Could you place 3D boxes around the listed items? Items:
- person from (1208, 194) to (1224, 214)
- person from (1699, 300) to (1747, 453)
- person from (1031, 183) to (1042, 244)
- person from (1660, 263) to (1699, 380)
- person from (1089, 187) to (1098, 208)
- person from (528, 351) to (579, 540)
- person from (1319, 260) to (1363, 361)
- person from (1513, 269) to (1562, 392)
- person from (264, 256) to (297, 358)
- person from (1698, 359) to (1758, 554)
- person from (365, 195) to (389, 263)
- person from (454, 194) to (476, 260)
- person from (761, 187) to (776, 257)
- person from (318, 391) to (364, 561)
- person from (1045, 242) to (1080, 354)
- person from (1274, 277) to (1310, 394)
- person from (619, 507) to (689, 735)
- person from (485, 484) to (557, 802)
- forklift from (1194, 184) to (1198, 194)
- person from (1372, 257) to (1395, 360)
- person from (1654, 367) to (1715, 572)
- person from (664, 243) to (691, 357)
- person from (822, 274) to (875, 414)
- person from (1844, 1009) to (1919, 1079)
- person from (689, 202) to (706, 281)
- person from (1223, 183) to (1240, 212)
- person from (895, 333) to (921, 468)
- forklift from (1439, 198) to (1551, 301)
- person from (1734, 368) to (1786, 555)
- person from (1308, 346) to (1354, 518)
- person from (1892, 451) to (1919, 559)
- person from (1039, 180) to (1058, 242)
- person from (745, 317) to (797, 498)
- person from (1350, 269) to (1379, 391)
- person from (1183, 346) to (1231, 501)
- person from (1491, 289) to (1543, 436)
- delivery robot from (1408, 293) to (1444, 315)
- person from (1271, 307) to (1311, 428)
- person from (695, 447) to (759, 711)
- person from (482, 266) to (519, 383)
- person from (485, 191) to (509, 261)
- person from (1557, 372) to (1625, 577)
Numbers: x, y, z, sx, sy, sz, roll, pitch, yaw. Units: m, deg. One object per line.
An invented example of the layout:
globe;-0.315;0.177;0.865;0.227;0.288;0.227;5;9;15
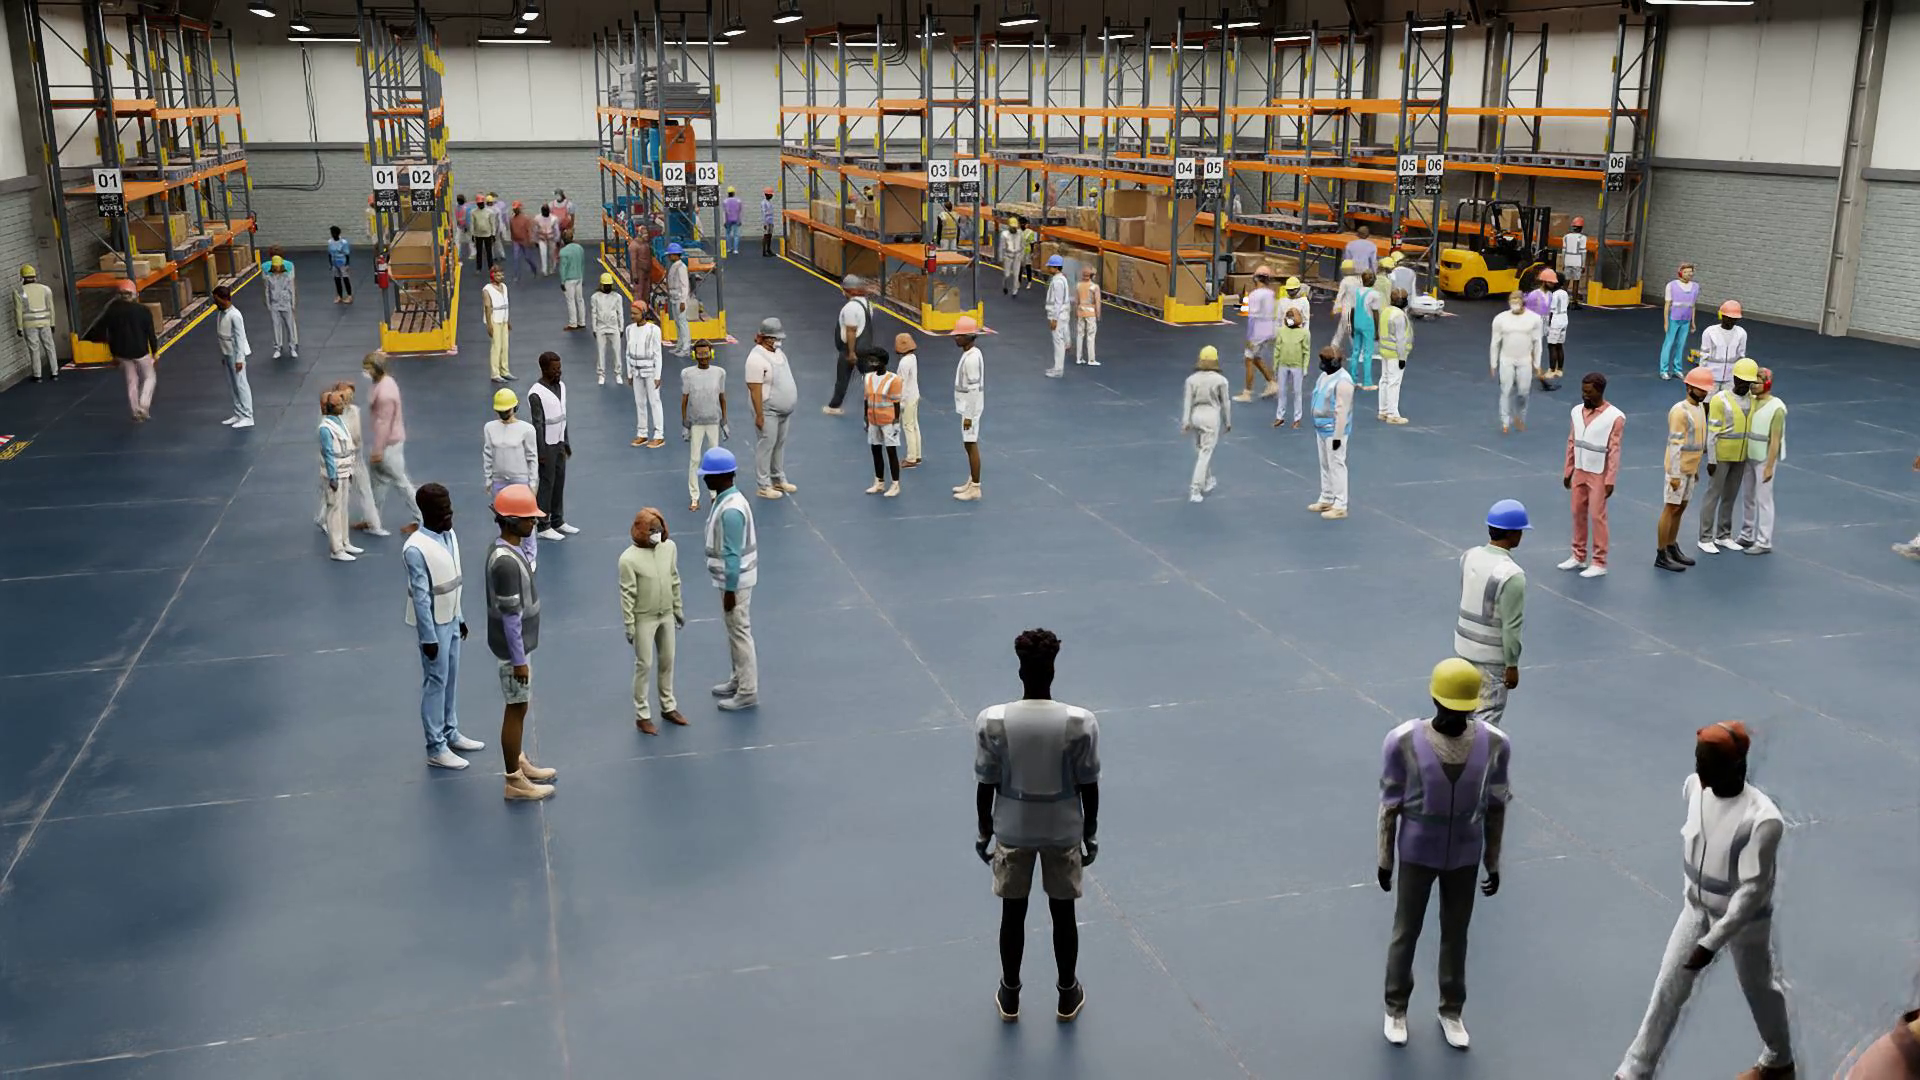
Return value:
person;7.536;-9.531;48.878;0.631;2.003;0.643;-10;18;-33
person;9.538;-2.039;20.830;0.543;1.929;0.387;1;15;4
person;2.356;-9.966;50.793;0.523;1.859;0.334;-12;19;-39
person;11.374;-3.459;26.324;0.563;1.847;0.389;-4;15;-14
person;4.030;-9.771;50.270;0.286;1.746;0.490;0;15;0
person;-4.145;-0.959;16.808;0.391;1.911;0.585;3;15;13
person;6.533;-3.906;28.295;0.869;1.688;0.501;11;18;36
person;8.793;-3.221;25.440;0.557;1.862;1.075;-13;20;-41
person;-11.674;-4.011;28.599;0.487;1.745;0.290;-5;16;-18
person;7.555;-0.826;16.275;0.586;1.921;0.383;-6;16;-20
person;-15.269;-8.070;43.567;0.547;1.911;0.435;0;15;1
person;-13.706;-8.581;45.698;0.623;1.794;0.891;7;16;24
person;-5.383;-8.946;46.821;0.387;1.929;0.545;5;16;19
person;-6.002;-0.623;16.047;0.311;1.642;0.512;-1;15;-4
person;1.722;-4.247;29.153;0.655;1.914;0.803;-12;19;-38
person;4.981;-3.075;25.039;0.535;1.766;0.317;10;18;33
person;-2.147;0.557;11.643;0.288;1.623;0.507;12;19;38
person;-2.779;0.647;10.524;0.404;2.035;0.606;-4;15;-14
forklift;7.392;-11.333;53.972;1.873;2.768;1.129;-4;15;-15
person;7.204;-3.934;28.292;0.410;1.752;0.535;-4;15;-14
person;6.851;-0.675;15.689;0.375;1.931;0.542;14;20;42
person;-4.864;-4.138;28.685;0.404;1.945;0.614;-7;16;-25
person;-1.429;-2.762;23.328;1.016;2.000;0.693;6;16;22
person;2.981;2.179;5.052;0.663;1.874;0.786;-8;17;-27
person;-6.479;-7.307;40.702;0.404;1.903;0.636;-6;16;-22
person;8.067;-9.741;49.850;0.643;1.900;0.964;2;15;7
person;-0.638;-1.684;20.076;0.287;1.625;0.497;3;15;11
forklift;11.913;-6.508;37.130;2.313;2.155;1.214;-4;15;-15
person;7.814;-0.776;16.270;0.409;1.832;0.560;-3;15;-11
person;3.939;-1.155;17.694;0.431;1.832;0.626;-3;15;-10
person;9.472;-0.770;16.006;1.006;1.944;0.615;-1;15;-4
person;2.802;-10.208;51.638;0.486;1.887;0.658;4;15;14
person;-2.078;-1.487;18.533;0.535;2.000;0.690;5;16;18
person;6.169;-3.198;25.344;0.348;1.847;0.505;-12;19;-37
person;2.727;-1.303;18.504;0.484;1.695;0.892;10;18;32
person;7.341;-2.342;21.972;0.659;1.933;0.412;5;16;20
delivery robot;9.337;-4.721;33.371;0.707;0.478;0.477;13;19;40
person;4.471;-2.330;22.486;0.507;1.633;0.278;9;17;30
person;-1.685;0.273;12.114;0.421;1.937;0.609;-4;15;-14
person;-7.248;-3.377;26.055;0.404;1.831;0.573;4;15;16
person;-12.701;-8.602;45.581;0.669;1.907;0.549;-11;18;-35
person;5.904;-0.622;15.544;0.400;1.907;0.599;-7;17;-25
